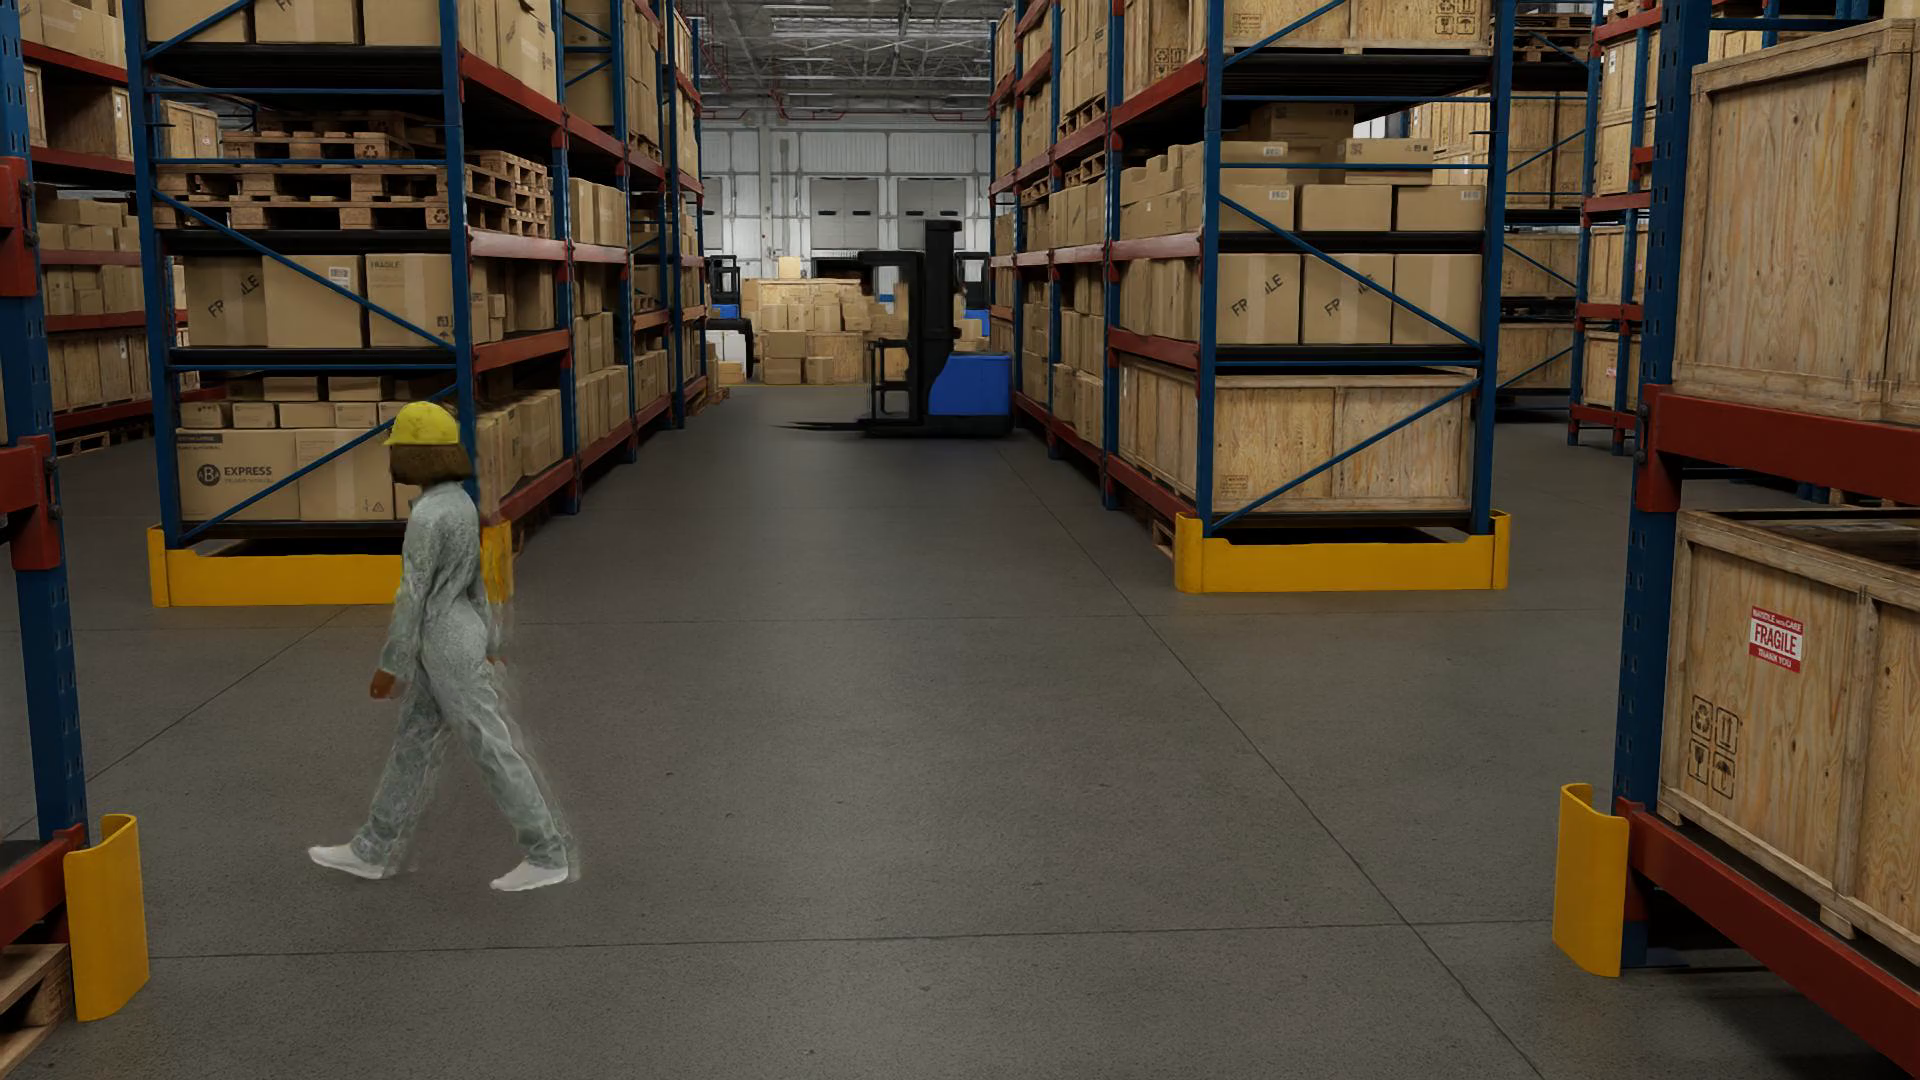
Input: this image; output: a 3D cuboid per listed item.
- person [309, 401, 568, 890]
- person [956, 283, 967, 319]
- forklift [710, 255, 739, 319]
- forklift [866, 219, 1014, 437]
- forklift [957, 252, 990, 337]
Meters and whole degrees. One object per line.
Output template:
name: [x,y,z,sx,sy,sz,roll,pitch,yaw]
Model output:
person: [-1.790,0.379,5.671,0.915,1.693,0.495,-1,9,-8]
person: [0.134,-5.630,42.711,0.819,1.908,0.648,2,9,15]
forklift: [-8.368,-8.713,59.038,1.129,2.768,1.873,-1,9,-4]
forklift: [-0.242,-2.787,21.828,1.873,2.768,1.129,1,9,4]
forklift: [0.387,-7.328,50.344,1.129,2.768,1.873,-1,9,-4]
